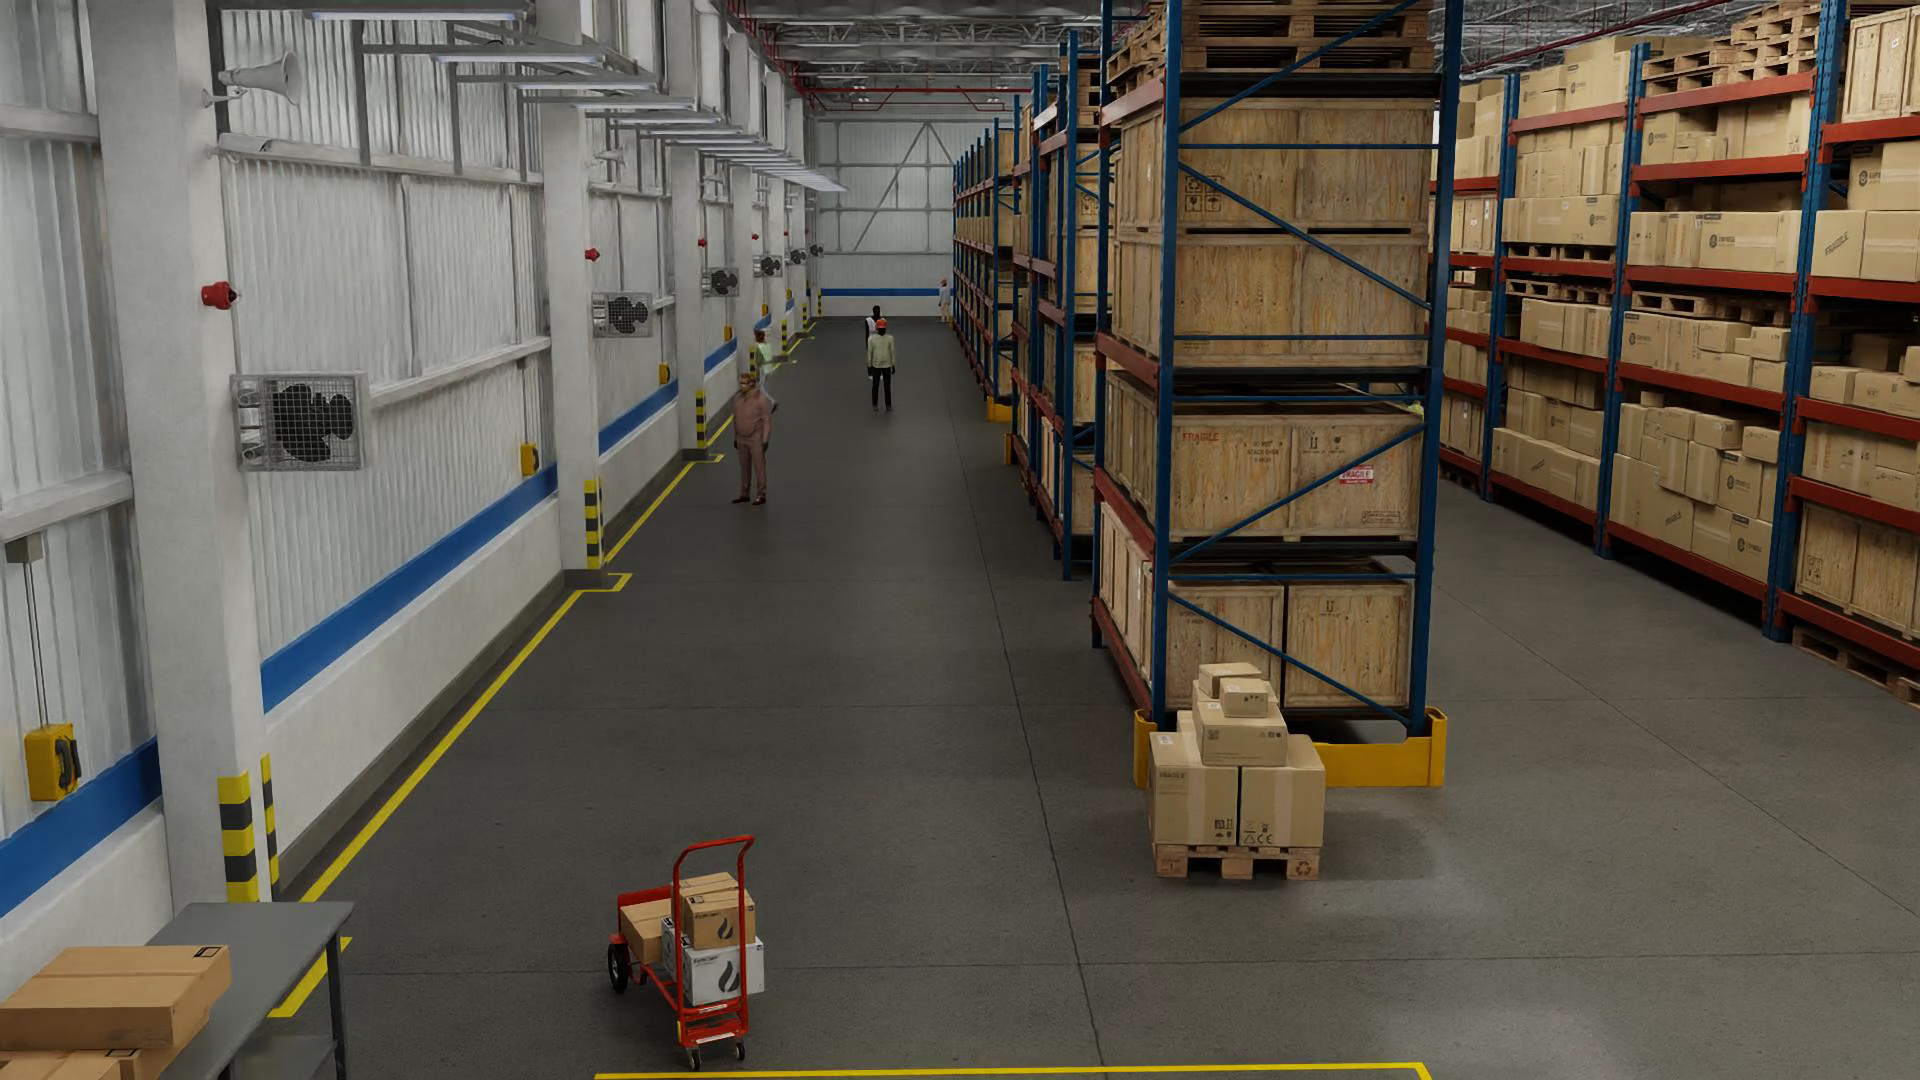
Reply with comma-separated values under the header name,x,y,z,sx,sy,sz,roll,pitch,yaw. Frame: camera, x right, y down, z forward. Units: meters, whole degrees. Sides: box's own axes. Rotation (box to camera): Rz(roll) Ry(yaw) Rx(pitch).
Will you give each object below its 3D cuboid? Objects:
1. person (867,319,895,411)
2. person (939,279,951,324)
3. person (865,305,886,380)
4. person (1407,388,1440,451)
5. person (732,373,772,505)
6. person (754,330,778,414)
name,x,y,z,sx,sy,sz,roll,pitch,yaw
person,-1.687,-3.751,35.709,0.619,1.986,0.410,-3,11,-15
person,-0.622,-9.450,65.954,0.563,1.751,0.330,-9,14,-40
person,-2.169,-5.084,42.842,0.586,1.911,0.398,-6,12,-28
person,6.781,-1.437,24.411,0.540,1.695,0.317,-1,11,-3
person,-3.025,-1.456,23.975,0.643,1.905,0.400,7,13,32
person,-4.135,-3.495,34.804,0.623,1.819,0.589,3,11,15
